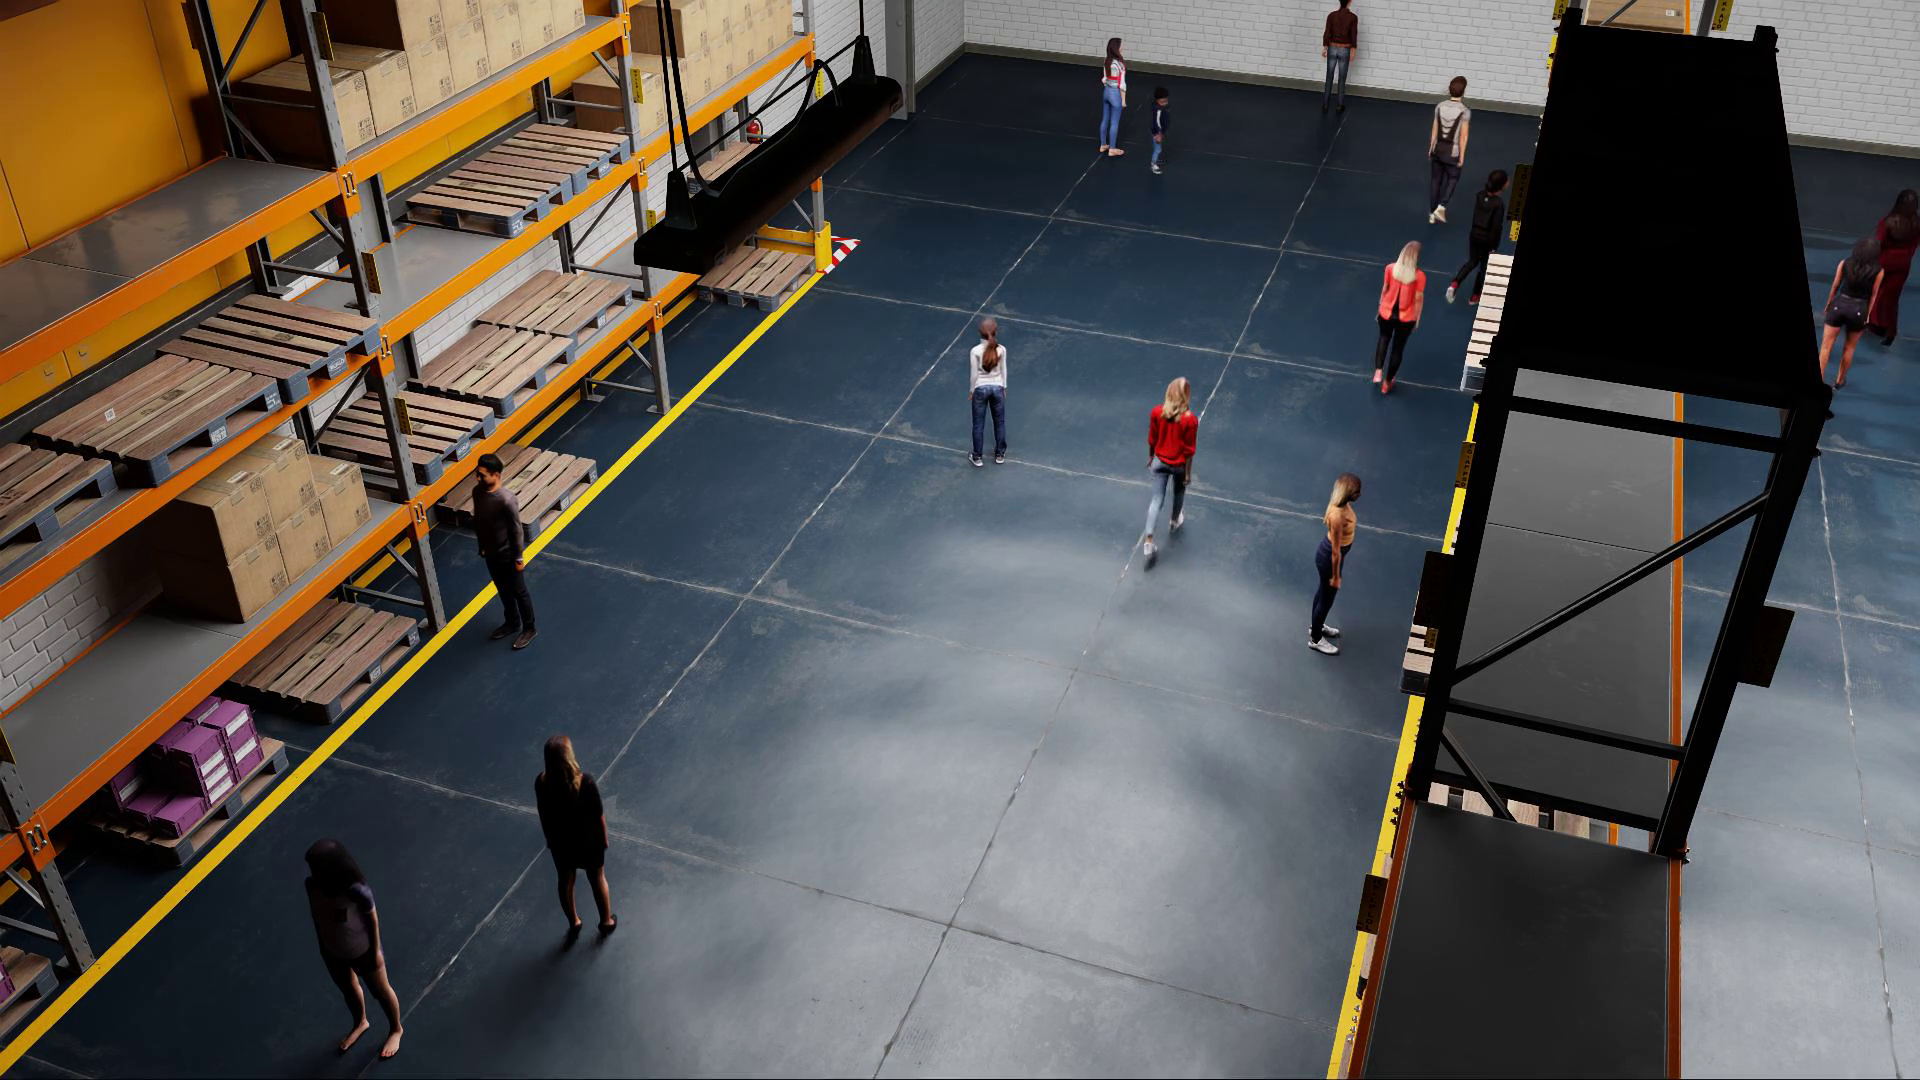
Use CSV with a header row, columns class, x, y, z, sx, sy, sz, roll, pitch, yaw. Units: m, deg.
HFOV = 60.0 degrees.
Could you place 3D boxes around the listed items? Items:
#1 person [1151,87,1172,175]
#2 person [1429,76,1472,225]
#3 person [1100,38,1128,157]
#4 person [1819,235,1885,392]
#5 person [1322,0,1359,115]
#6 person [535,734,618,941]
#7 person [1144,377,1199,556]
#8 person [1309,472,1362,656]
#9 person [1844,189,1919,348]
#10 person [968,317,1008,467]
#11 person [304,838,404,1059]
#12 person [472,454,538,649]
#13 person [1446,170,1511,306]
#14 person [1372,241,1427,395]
class,x,y,z,sx,sy,sz,roll,pitch,yaw
person,2.711,-5.591,22.612,0.720,1.196,0.466,9,35,13
person,6.082,-4.845,20.868,0.728,1.884,0.818,20,38,27
person,2.125,-6.169,23.106,0.692,1.611,0.666,-20,39,-27
person,9.175,-2.328,17.211,0.653,1.740,0.729,19,38,26
person,5.583,-7.187,24.488,0.643,1.777,0.504,11,35,16
person,-2.512,1.947,10.838,0.616,1.675,0.588,-1,34,-1
person,1.822,-0.619,14.707,0.683,1.667,1.113,15,36,21
person,3.035,0.164,13.563,0.642,1.628,0.472,9,35,13
person,10.147,-2.927,18.131,0.902,1.719,1.183,1,34,2
person,0.270,-1.435,16.034,0.622,1.557,0.660,-6,34,-9
person,-3.681,2.444,10.062,0.610,1.707,0.553,8,34,12
person,-3.719,0.080,13.564,0.700,1.767,0.605,18,38,25
person,5.896,-3.401,18.898,0.996,1.660,0.903,-19,38,-26
person,4.490,-2.259,17.162,0.660,1.679,0.669,17,37,24
